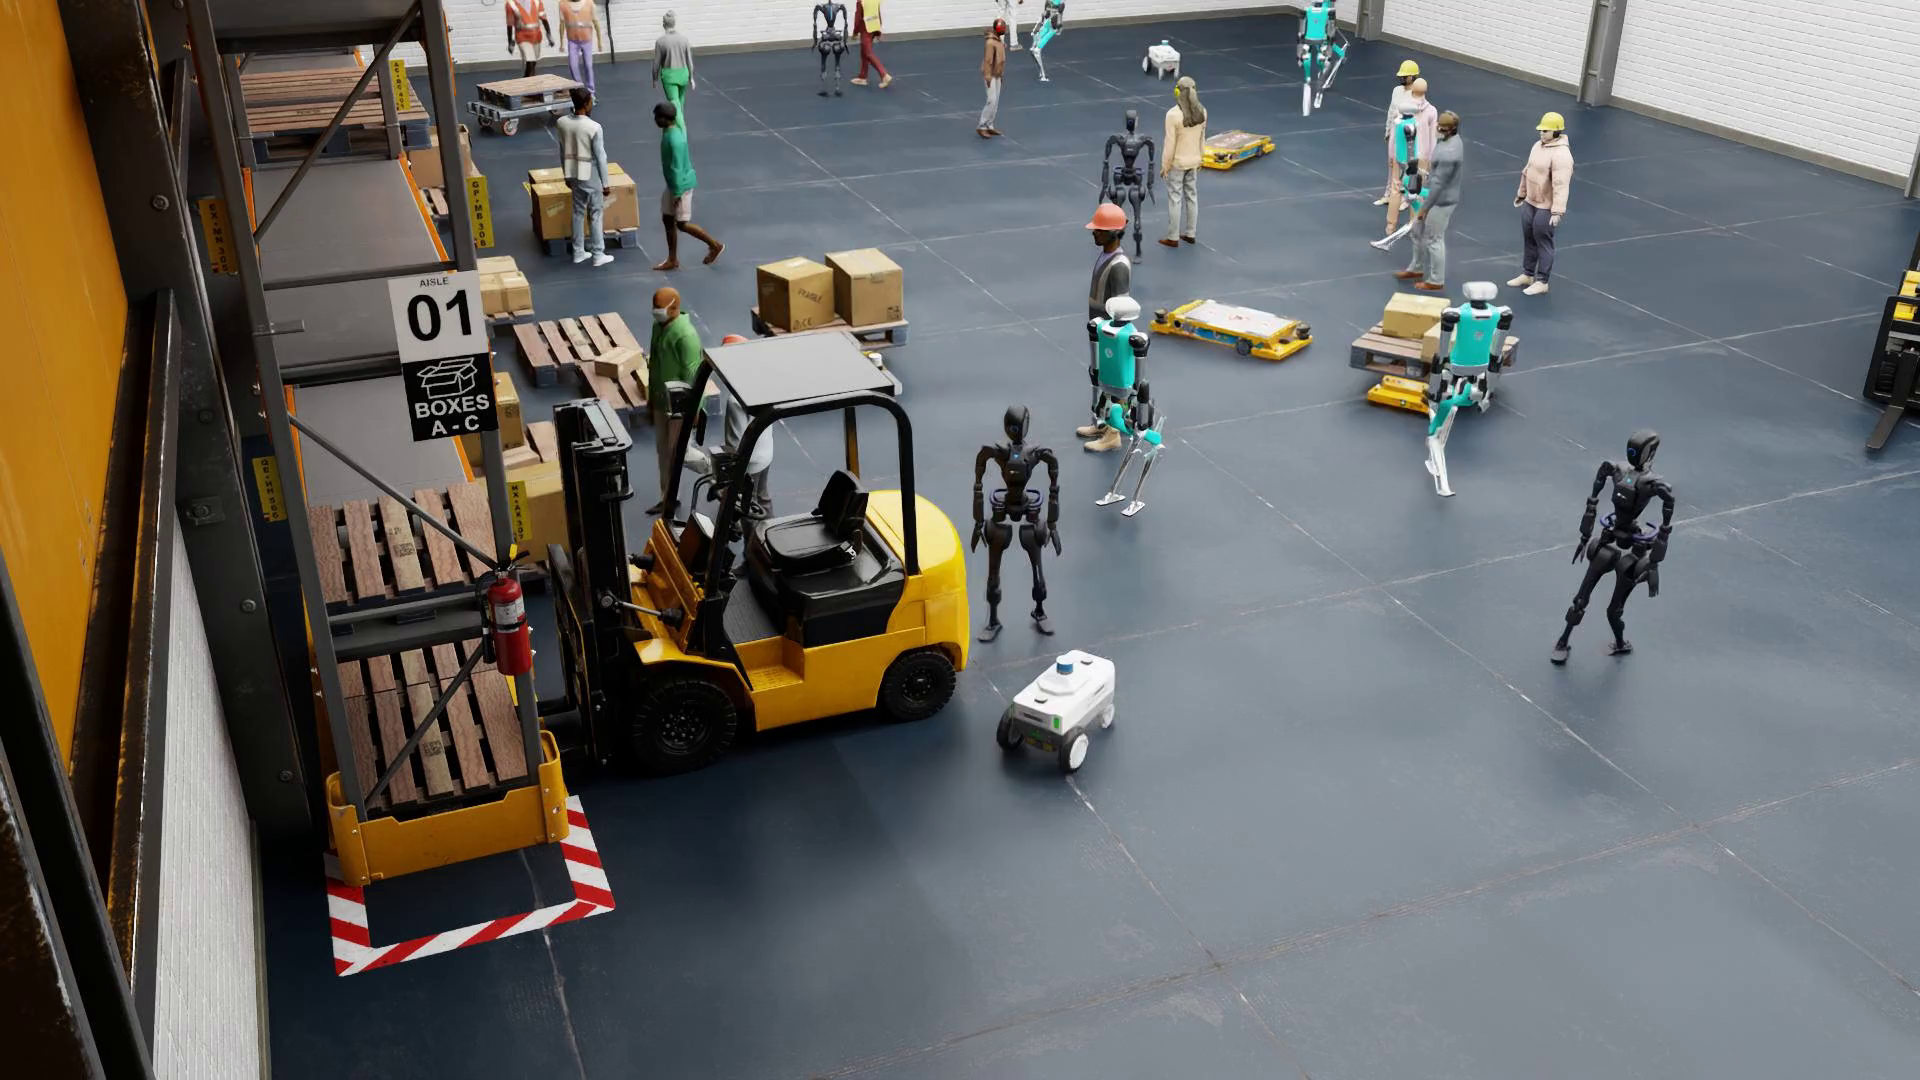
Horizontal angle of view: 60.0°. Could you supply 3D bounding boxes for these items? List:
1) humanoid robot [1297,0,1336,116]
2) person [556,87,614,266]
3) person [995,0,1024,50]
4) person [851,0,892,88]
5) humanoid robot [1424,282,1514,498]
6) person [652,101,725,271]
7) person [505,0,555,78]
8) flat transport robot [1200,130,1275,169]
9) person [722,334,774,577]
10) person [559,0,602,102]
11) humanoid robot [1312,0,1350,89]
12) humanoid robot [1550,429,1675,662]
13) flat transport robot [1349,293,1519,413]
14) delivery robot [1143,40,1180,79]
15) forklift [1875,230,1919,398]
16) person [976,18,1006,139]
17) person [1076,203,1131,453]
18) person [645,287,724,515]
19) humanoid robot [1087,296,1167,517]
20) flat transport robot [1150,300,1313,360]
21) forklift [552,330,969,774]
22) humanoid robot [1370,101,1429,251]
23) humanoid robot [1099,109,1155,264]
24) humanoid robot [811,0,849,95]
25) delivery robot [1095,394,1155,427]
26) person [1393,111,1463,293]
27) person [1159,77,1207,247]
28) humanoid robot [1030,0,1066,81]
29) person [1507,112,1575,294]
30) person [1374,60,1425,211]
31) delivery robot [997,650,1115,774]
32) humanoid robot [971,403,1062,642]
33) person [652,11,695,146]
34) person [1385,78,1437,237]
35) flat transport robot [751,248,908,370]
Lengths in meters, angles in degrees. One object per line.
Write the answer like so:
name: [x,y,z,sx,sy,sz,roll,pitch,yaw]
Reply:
humanoid robot: [5.335,-7.297,24.884,0.531,1.769,0.965,8,28,16]
person: [-4.044,-3.904,17.936,0.596,1.906,0.402,13,29,24]
person: [0.852,-9.607,29.302,0.572,1.883,0.354,14,30,26]
person: [-1.415,-8.072,26.414,0.823,1.741,0.470,16,31,28]
humanoid robot: [3.783,-1.194,12.715,0.540,1.741,0.936,-2,27,-4]
person: [-2.954,-3.770,17.763,0.711,1.823,0.514,-10,28,-19]
person: [-6.560,-7.647,25.379,0.608,1.900,1.044,-24,35,-39]
flat transport robot: [3.635,-5.278,22.486,0.659,0.231,1.431,19,32,33]
person: [-1.480,-0.585,11.517,0.351,1.738,0.572,7,28,14]
person: [-5.790,-7.607,25.387,0.638,1.826,0.413,-1,27,-2]
humanoid robot: [5.845,-7.884,26.149,0.713,1.901,0.539,-14,30,-25]
humanoid robot: [4.126,0.052,10.360,0.546,1.633,0.591,-22,34,-36]
flat transport robot: [4.233,-1.486,14.943,0.659,0.231,1.431,17,31,30]
delivery robot: [3.359,-7.935,27.471,0.499,0.611,0.792,-5,27,-10]
forklift: [9.029,-2.397,14.618,1.214,2.155,2.313,18,32,32]
person: [0.457,-6.491,23.369,0.337,1.636,0.492,11,29,21]
person: [1.172,-1.702,13.402,0.372,2.044,0.603,-2,27,-5]
person: [-2.108,-1.035,12.377,0.602,1.764,0.556,-19,32,-33]
humanoid robot: [1.297,-1.011,12.219,0.735,1.673,0.533,-23,35,-38]
flat transport robot: [2.618,-2.049,16.063,1.431,0.231,0.659,20,33,34]
forklift: [-1.094,0.010,9.831,2.313,2.155,1.214,-10,28,-20]
humanoid robot: [5.047,-3.897,18.107,1.009,1.709,0.560,-1,27,-1]
humanoid robot: [1.816,-3.831,18.031,0.613,1.646,0.390,2,27,3]
humanoid robot: [-2.015,-7.744,25.830,0.595,1.649,0.368,-5,27,-11]
delivery robot: [1.408,-1.299,14.263,0.499,0.603,0.807,1,27,3]
person: [4.782,-3.474,17.086,0.660,1.905,0.649,7,28,14]
person: [2.496,-4.213,18.582,0.565,1.875,0.391,-15,30,-28]
humanoid robot: [1.343,-8.369,27.011,0.819,1.783,0.584,-12,29,-23]
person: [6.013,-3.470,17.127,0.428,1.859,0.794,-6,27,-11]
person: [5.309,-4.858,19.983,0.314,1.768,0.524,-15,31,-28]
delivery robot: [0.602,0.958,9.749,0.499,0.581,0.768,17,31,30]
humanoid robot: [0.364,-0.129,10.674,0.591,1.641,0.385,1,27,3]
person: [-4.014,-6.430,23.070,0.549,1.793,0.918,-16,31,-29]
person: [5.138,-4.342,18.936,0.533,1.783,0.399,10,28,19]
flat transport robot: [-1.232,-1.803,15.573,0.659,0.231,1.431,-11,29,-21]
